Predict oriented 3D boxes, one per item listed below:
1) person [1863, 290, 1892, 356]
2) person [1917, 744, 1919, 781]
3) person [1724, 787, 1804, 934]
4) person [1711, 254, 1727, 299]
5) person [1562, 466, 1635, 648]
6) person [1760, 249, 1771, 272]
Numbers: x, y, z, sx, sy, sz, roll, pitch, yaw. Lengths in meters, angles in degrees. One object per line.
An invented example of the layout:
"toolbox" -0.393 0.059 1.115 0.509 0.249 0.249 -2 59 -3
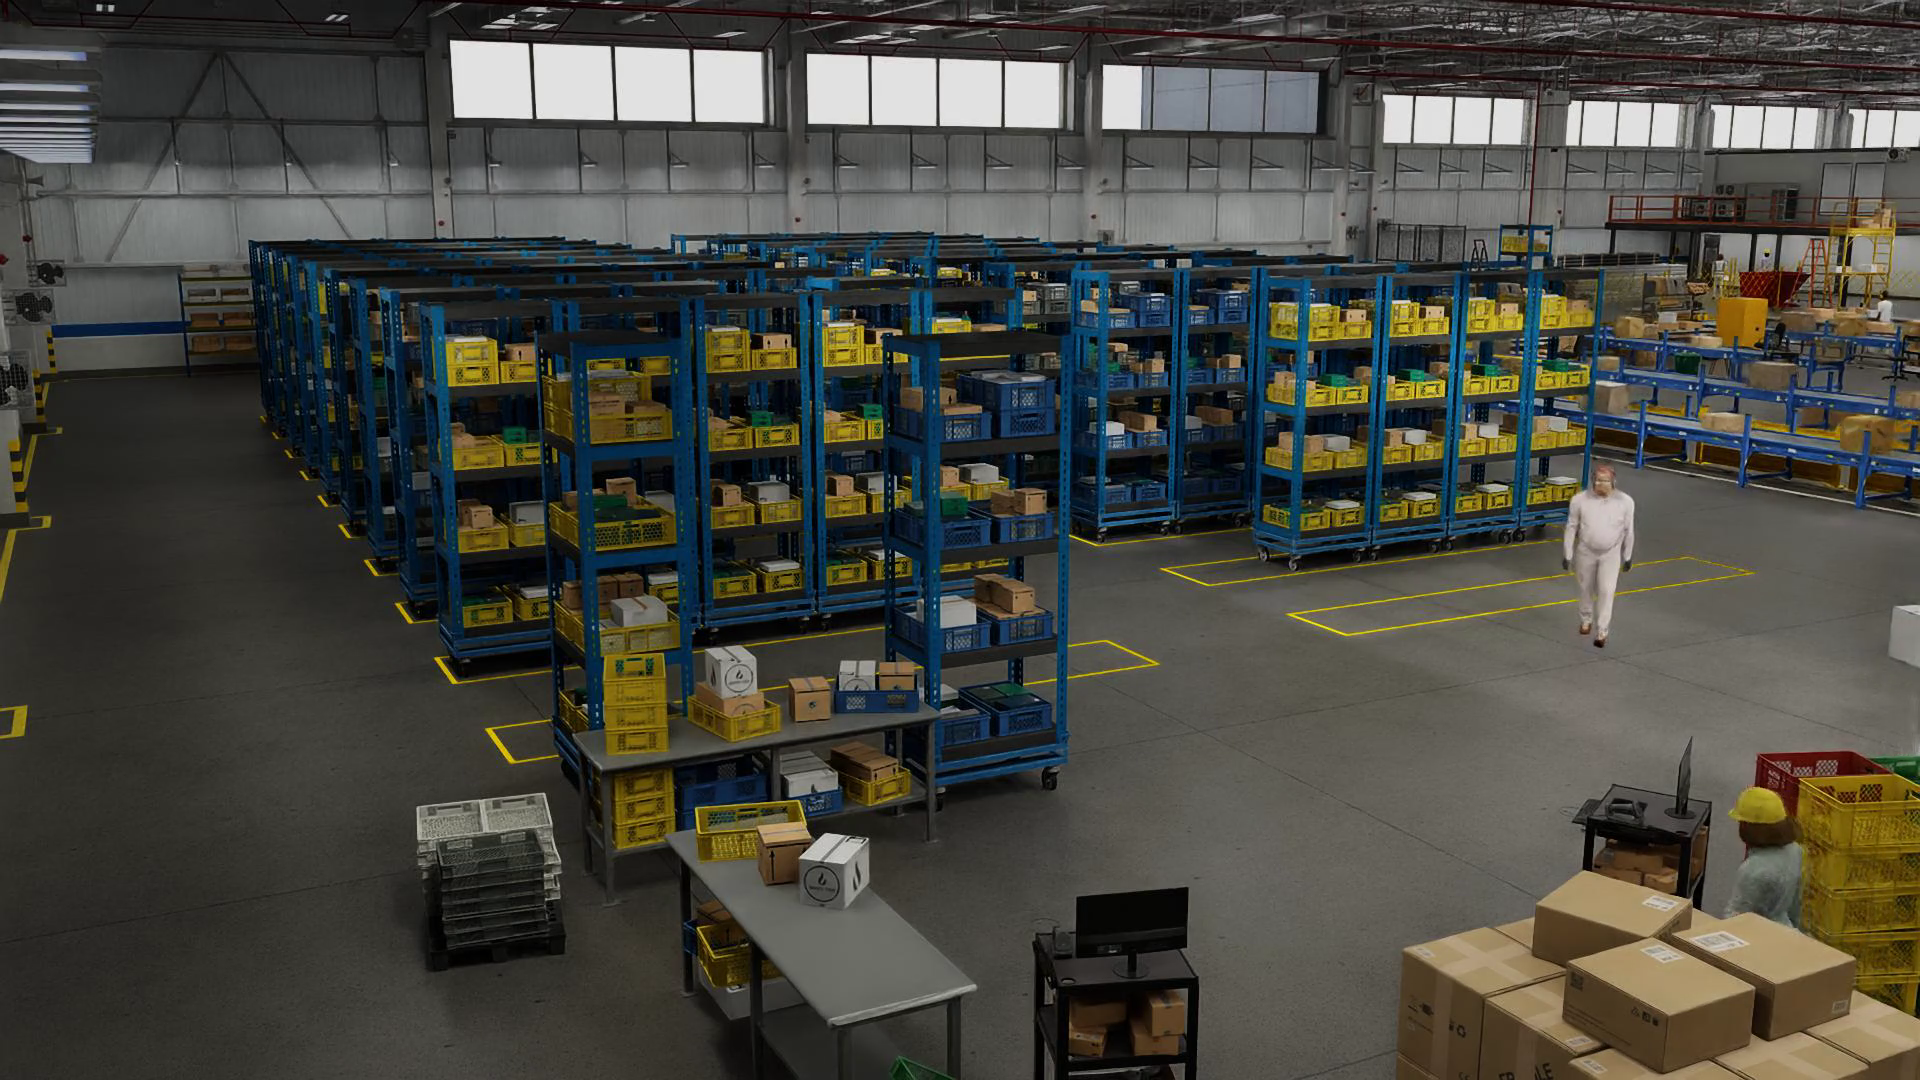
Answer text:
"person" 25.346 -5.951 45.813 0.514 1.835 0.862 -3 12 -14
"person" 6.634 1.527 11.062 0.567 1.737 0.471 -2 12 -8
"person" 4.076 2.081 8.509 0.517 1.716 0.481 -10 15 -38
"person" 31.373 -10.880 68.747 0.584 1.882 0.348 6 13 26
"person" 6.598 0.151 17.234 0.675 1.851 1.006 5 13 23
"person" 35.152 -11.743 72.674 0.356 1.930 0.587 5 13 21
